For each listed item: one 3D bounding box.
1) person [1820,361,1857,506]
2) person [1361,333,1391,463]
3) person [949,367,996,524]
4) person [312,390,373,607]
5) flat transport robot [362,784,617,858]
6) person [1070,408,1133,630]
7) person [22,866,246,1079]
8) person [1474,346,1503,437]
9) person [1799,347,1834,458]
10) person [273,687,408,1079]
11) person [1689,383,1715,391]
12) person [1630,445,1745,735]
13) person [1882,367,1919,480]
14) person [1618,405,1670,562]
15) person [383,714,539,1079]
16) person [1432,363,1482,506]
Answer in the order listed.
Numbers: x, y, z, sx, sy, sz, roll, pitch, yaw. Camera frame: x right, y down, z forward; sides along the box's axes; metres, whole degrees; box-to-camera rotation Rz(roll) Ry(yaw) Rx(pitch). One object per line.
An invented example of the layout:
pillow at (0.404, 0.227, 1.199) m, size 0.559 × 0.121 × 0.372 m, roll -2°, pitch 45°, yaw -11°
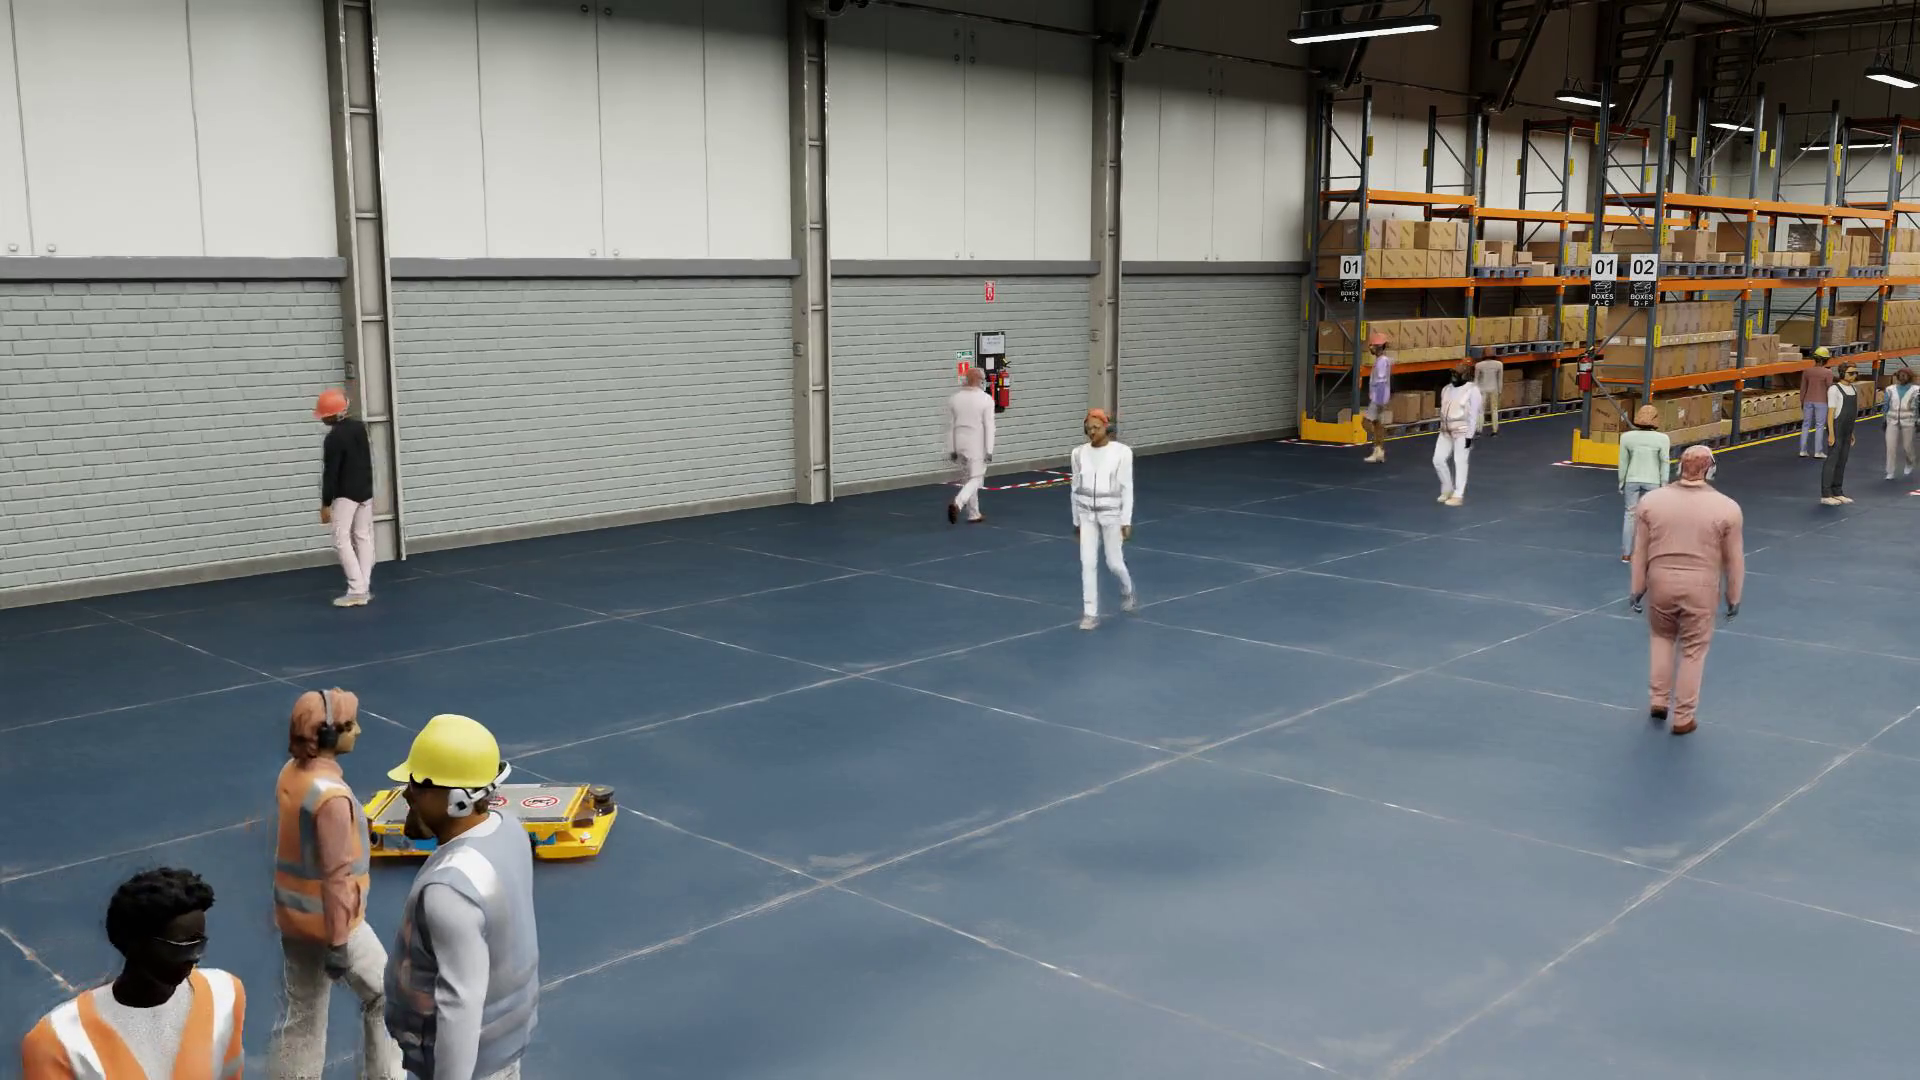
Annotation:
person at (11.272, -1.366, 21.271) m, size 0.513 × 1.845 × 0.335 m, roll -6°, pitch 11°, yaw -32°
person at (6.407, -2.186, 25.726) m, size 0.476 × 2.026 × 0.625 m, roll 3°, pitch 10°, yaw 17°
person at (0.102, -1.085, 19.480) m, size 0.654 × 1.880 × 0.791 m, roll 8°, pitch 12°, yaw 39°
person at (-5.494, -0.378, 14.964) m, size 0.386 × 1.948 × 0.718 m, roll 2°, pitch 10°, yaw 14°
flat transport robot at (-2.573, 1.475, 8.742) m, size 1.431 × 0.197 × 0.652 m, roll 0°, pitch 9°, yaw -3°
person at (1.223, -0.195, 14.089) m, size 0.596 × 1.868 × 0.724 m, roll 5°, pitch 10°, yaw 27°
person at (-1.928, 1.574, 3.950) m, size 0.541 × 1.635 × 0.911 m, roll -8°, pitch 12°, yaw -41°
person at (9.475, -2.663, 29.850) m, size 0.503 × 1.630 × 0.278 m, roll 1°, pitch 9°, yaw 7°
person at (13.655, -2.183, 26.500) m, size 0.327 × 1.765 × 0.531 m, roll -6°, pitch 11°, yaw -31°
person at (-2.096, 1.297, 5.745) m, size 0.624 × 1.619 × 0.518 m, roll -8°, pitch 12°, yaw -41°
person at (13.798, -2.984, 31.015) m, size 0.583 × 1.882 × 0.337 m, roll 9°, pitch 13°, yaw 43°
person at (4.761, 0.319, 10.869) m, size 0.669 × 1.886 × 0.517 m, roll 7°, pitch 11°, yaw 35°
person at (13.550, -1.683, 23.902) m, size 0.521 × 1.620 × 0.677 m, roll 8°, pitch 12°, yaw 41°
person at (7.002, -0.566, 17.046) m, size 0.497 × 1.633 × 0.284 m, roll 6°, pitch 11°, yaw 34°
person at (-1.372, 1.373, 4.602) m, size 0.404 × 1.836 × 0.600 m, roll 0°, pitch 9°, yaw -2°
person at (6.326, -1.342, 21.181) m, size 0.455 × 1.827 × 0.636 m, roll -6°, pitch 11°, yaw -33°
